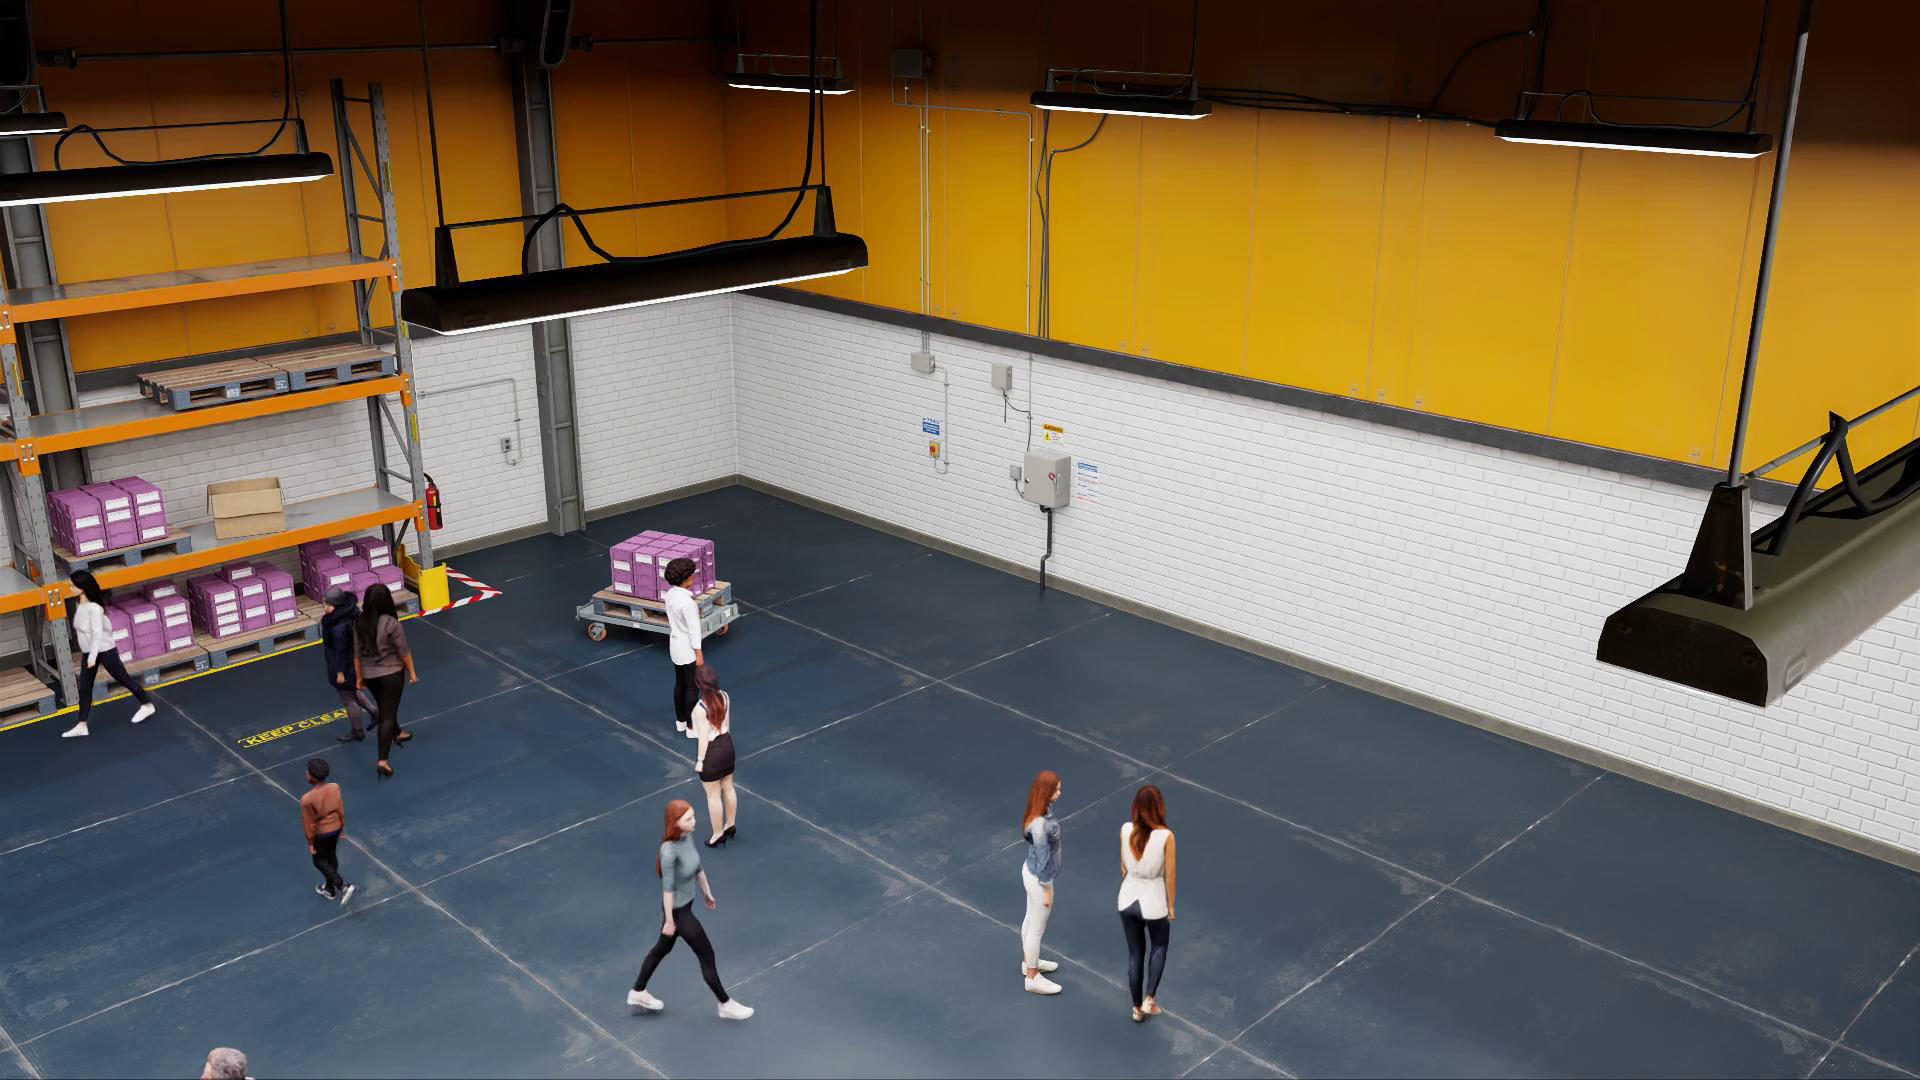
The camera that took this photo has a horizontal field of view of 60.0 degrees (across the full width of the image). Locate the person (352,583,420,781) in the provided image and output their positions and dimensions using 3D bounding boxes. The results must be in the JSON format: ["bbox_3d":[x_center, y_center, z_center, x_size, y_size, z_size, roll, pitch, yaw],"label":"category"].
[{"bbox_3d":[-5.334,1.334,15.248,1.013,1.801,1.184,4,19,12],"label":"person"}]

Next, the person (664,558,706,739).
[{"bbox_3d":[-2.660,1.031,16.132,0.631,1.810,0.666,-13,22,-33],"label":"person"}]

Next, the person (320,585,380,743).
[{"bbox_3d":[-5.781,1.189,15.921,0.908,1.645,0.850,-2,19,-6],"label":"person"}]

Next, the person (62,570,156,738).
[{"bbox_3d":[-8.293,1.082,16.229,0.765,1.653,1.157,12,22,31],"label":"person"}]

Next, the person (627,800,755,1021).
[{"bbox_3d":[-2.033,2.603,11.646,1.120,1.694,1.143,2,19,7],"label":"person"}]

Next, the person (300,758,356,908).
[{"bbox_3d":[-4.995,2.326,13.175,0.675,1.243,0.751,12,22,32],"label":"person"}]

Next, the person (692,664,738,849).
[{"bbox_3d":[-2.067,1.818,14.046,0.660,1.650,0.520,11,22,30],"label":"person"}]

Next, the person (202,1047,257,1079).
[{"bbox_3d":[-3.776,3.481,8.827,0.786,1.830,0.774,-3,19,-10],"label":"person"}]

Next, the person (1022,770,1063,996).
[{"bbox_3d":[0.564,2.457,12.072,0.732,1.699,0.678,0,19,-1],"label":"person"}]

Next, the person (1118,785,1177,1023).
[{"bbox_3d":[1.247,2.586,11.578,0.678,1.771,0.708,9,20,24],"label":"person"}]
